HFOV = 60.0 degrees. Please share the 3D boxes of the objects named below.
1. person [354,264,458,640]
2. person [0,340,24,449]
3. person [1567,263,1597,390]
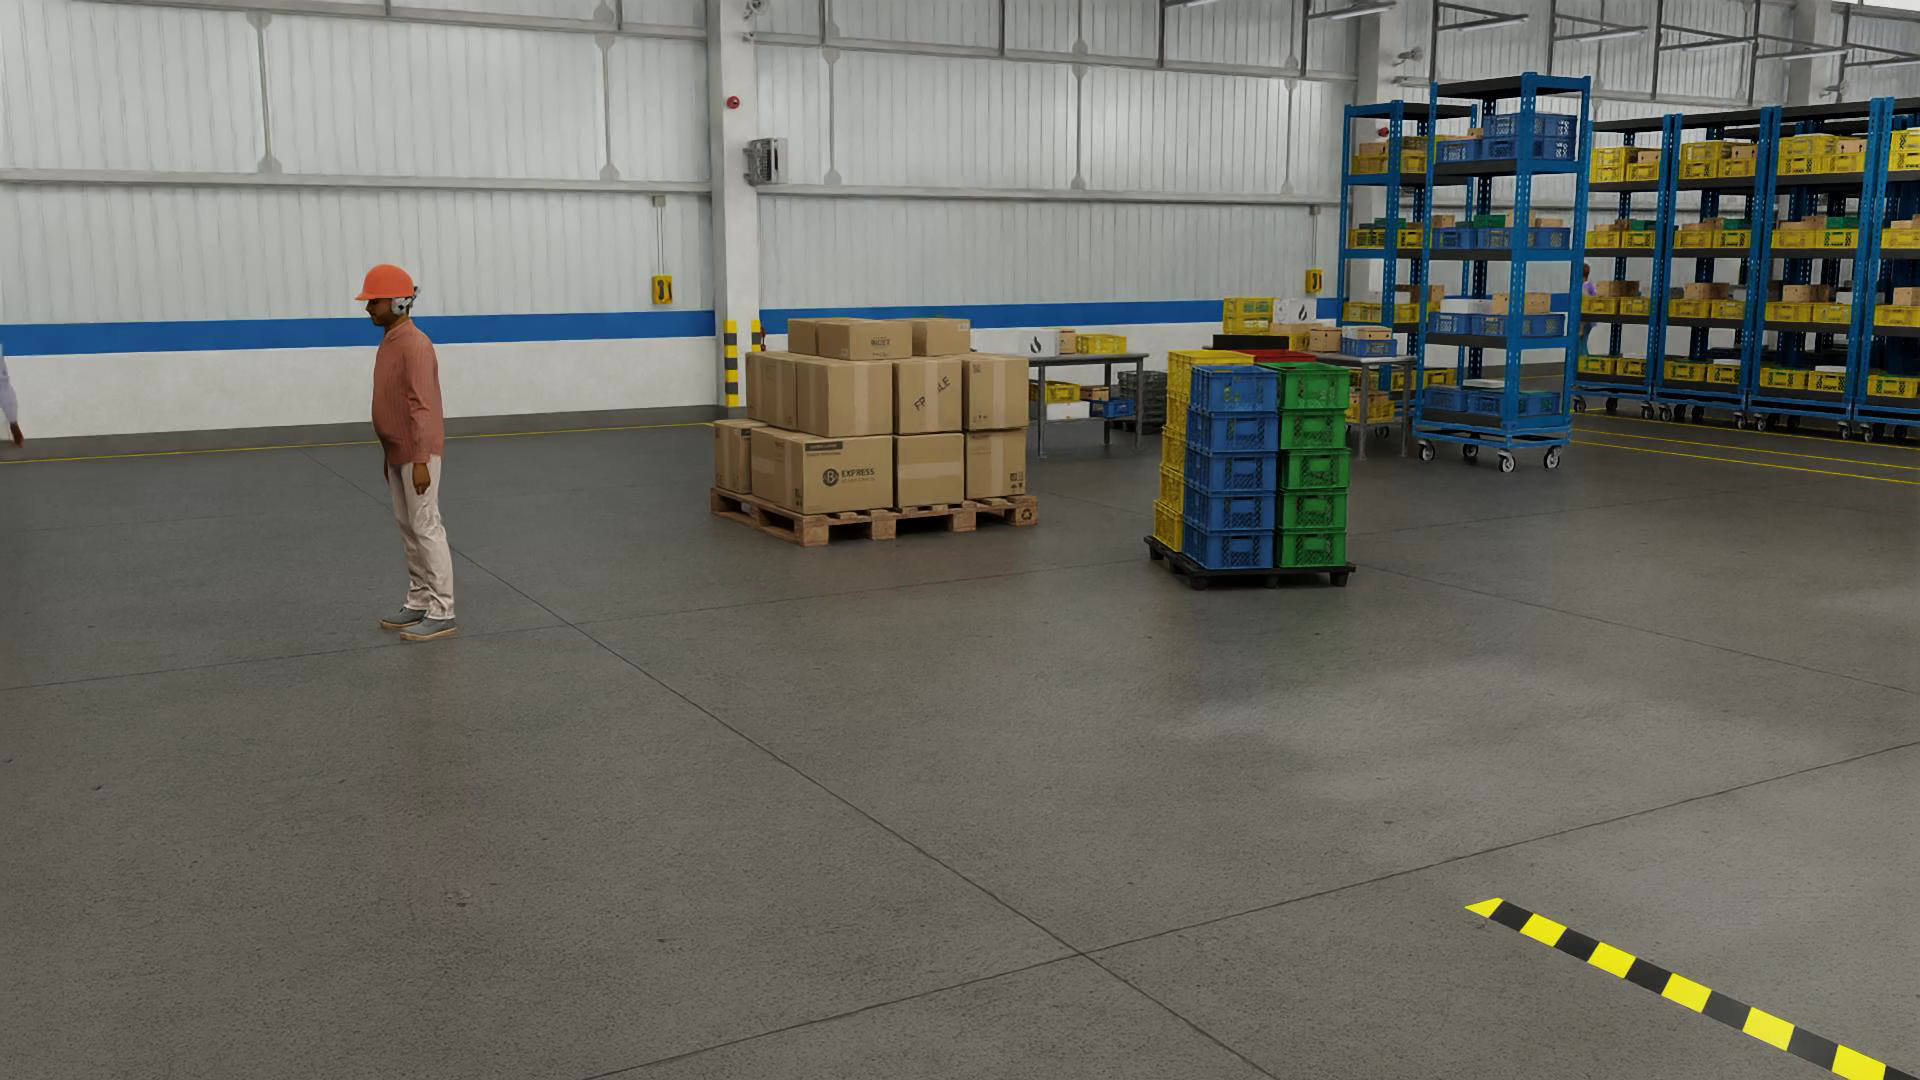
[{"bbox_3d":[-2.957,-0.464,8.850,0.415,1.985,0.611,-7,12,-35],"label":"person"},{"bbox_3d":[-6.257,-0.736,10.522,0.652,1.924,0.633,5,11,26],"label":"person"},{"bbox_3d":[8.936,-3.045,23.857,0.381,1.839,0.566,3,11,18],"label":"person"}]
